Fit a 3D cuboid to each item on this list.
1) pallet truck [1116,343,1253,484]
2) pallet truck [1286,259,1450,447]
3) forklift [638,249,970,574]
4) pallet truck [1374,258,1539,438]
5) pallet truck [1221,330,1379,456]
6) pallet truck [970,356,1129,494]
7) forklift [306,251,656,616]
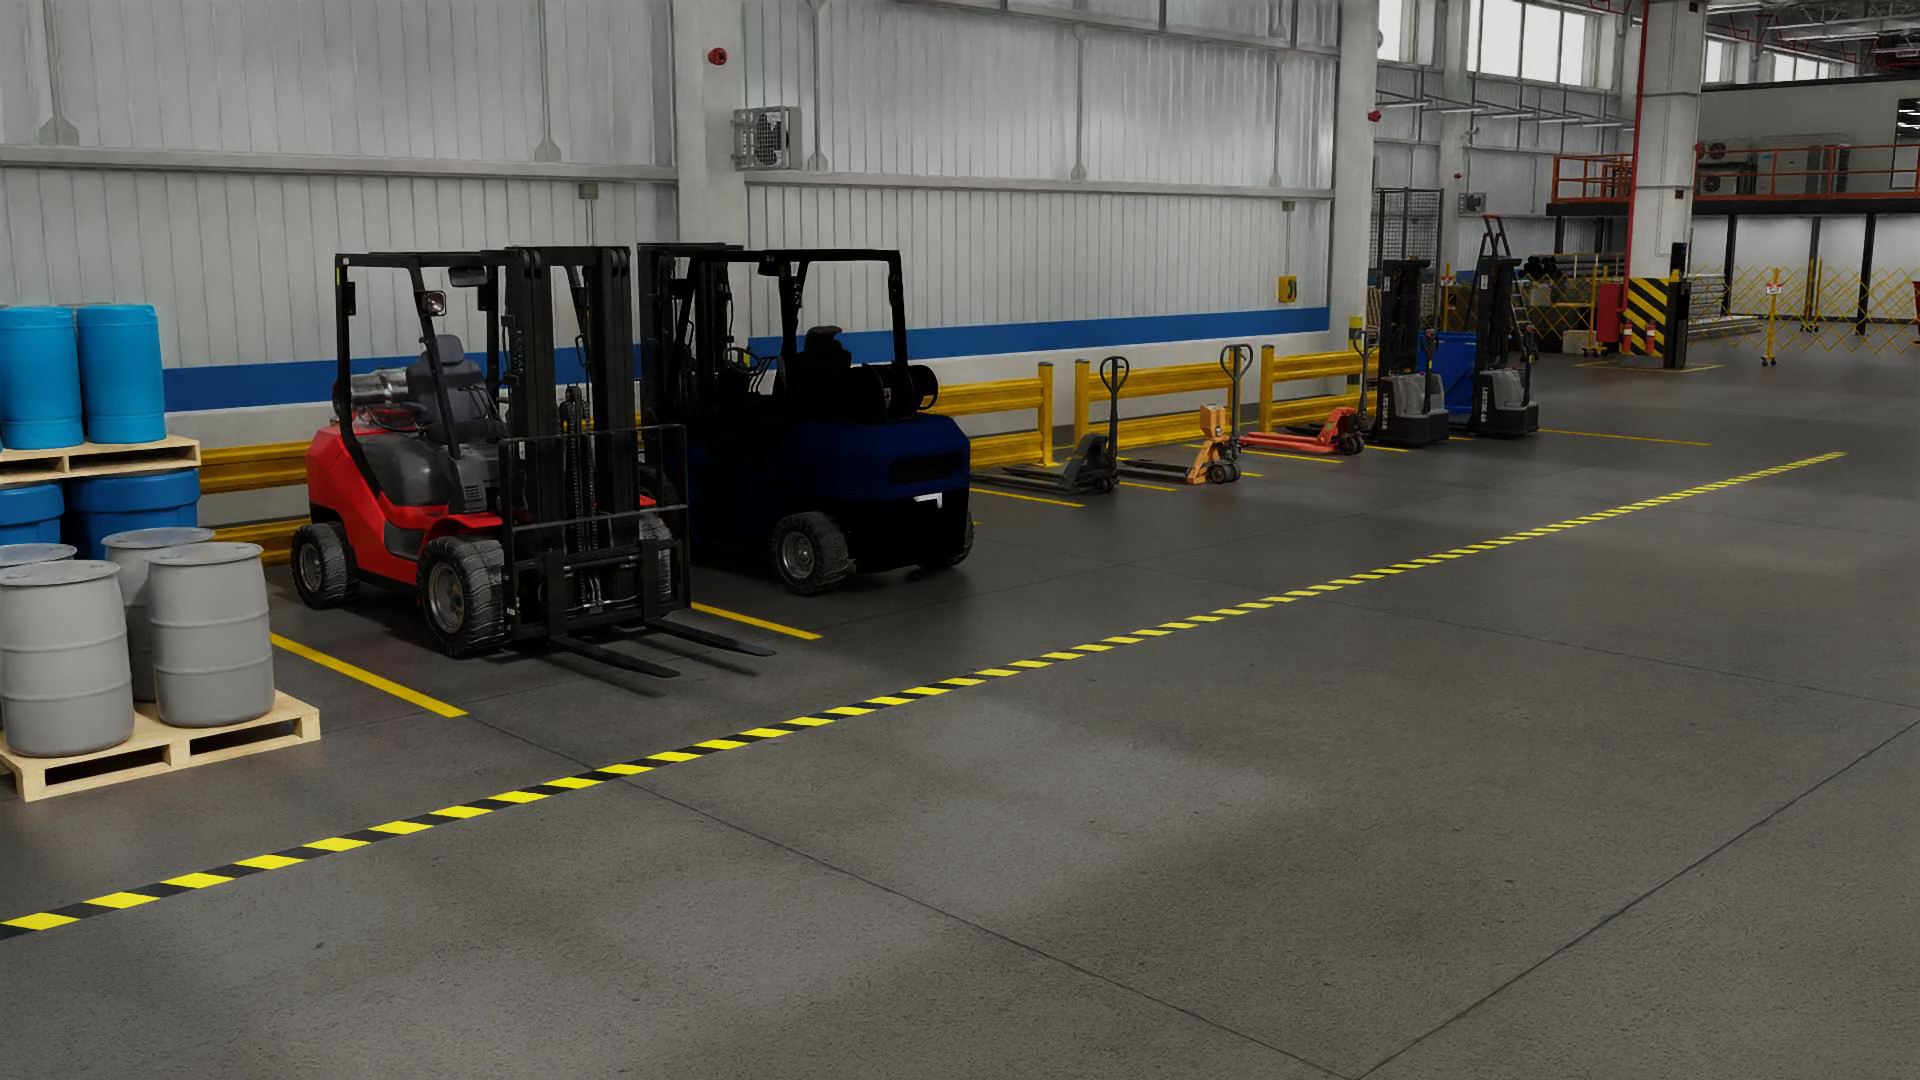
[{"bbox_3d":[1.962,-1.215,15.415,1.522,1.261,0.704,10,14,43],"label":"pallet truck"},{"bbox_3d":[4.493,-2.078,18.196,0.823,1.965,1.885,-9,14,-40],"label":"pallet truck"},{"bbox_3d":[-1.173,-0.958,11.239,2.680,1.987,1.157,10,14,43],"label":"forklift"},{"bbox_3d":[5.704,-2.208,18.901,1.885,1.965,0.823,10,14,43],"label":"pallet truck"},{"bbox_3d":[3.563,-1.581,17.381,0.653,1.274,1.630,-10,14,-44],"label":"pallet truck"},{"bbox_3d":[0.784,-1.085,14.876,0.680,1.201,1.601,-10,14,-44],"label":"pallet truck"},{"bbox_3d":[-2.833,-0.669,9.694,1.157,1.987,2.680,-10,14,-44],"label":"forklift"}]
